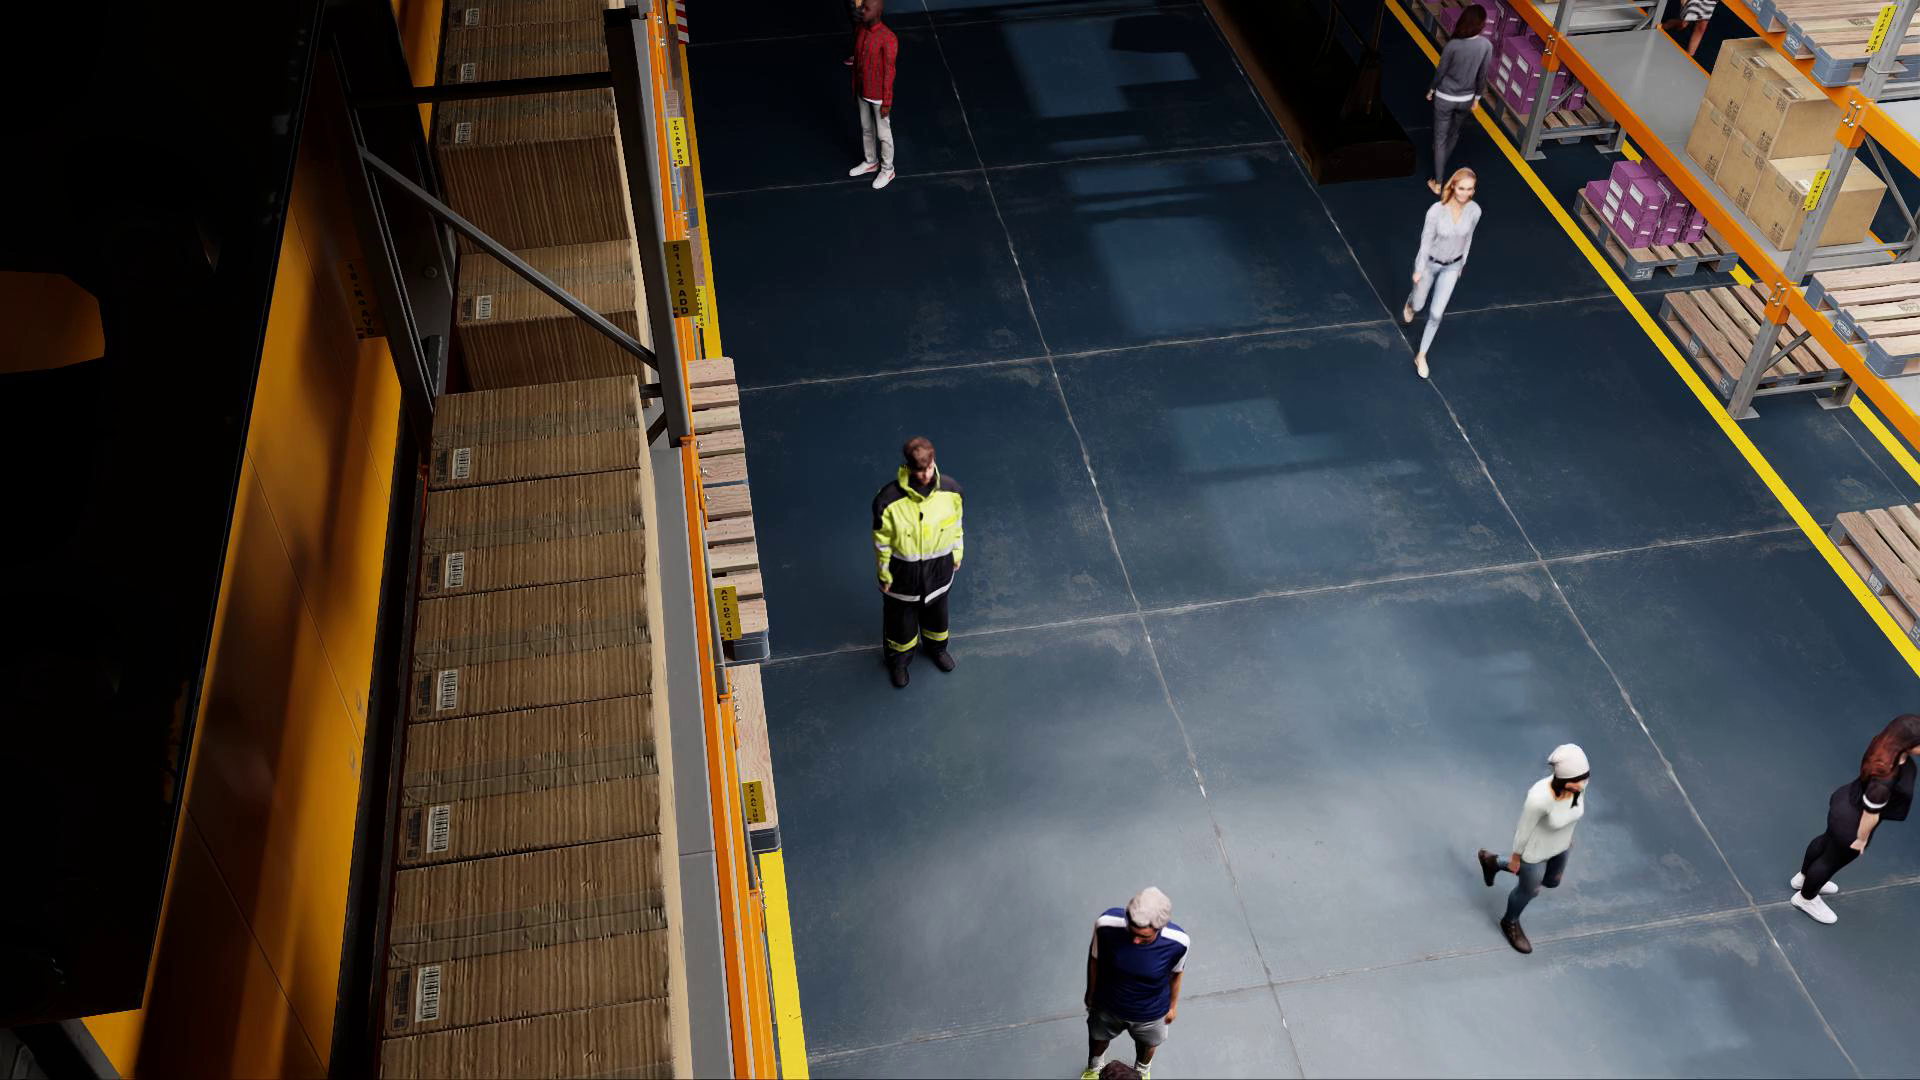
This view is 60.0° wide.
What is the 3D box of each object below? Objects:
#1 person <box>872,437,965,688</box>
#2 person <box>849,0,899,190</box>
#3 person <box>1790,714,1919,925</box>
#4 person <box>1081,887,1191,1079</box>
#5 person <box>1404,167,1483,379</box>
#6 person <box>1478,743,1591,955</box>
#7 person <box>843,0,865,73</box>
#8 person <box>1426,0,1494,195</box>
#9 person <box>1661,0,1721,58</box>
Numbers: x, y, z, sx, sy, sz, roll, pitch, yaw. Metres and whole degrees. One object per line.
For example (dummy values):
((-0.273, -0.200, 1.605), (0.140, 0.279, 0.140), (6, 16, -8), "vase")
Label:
((-0.265, 0.114, 10.661), (0.820, 1.980, 0.721), (-16, 46, -16), "person")
((-0.784, -4.141, 15.244), (0.816, 1.819, 0.718), (-34, 53, -31), "person")
((5.080, 1.543, 9.408), (0.772, 1.639, 0.688), (17, 46, 17), "person")
((0.872, 2.313, 8.460), (0.707, 1.831, 0.678), (7, 44, 8), "person")
((3.783, -2.206, 13.242), (0.720, 1.778, 1.057), (0, 44, 0), "person")
((3.205, 1.645, 9.307), (0.740, 1.631, 0.891), (-21, 47, -21), "person")
((-1.049, -5.586, 16.830), (0.672, 1.723, 0.544), (-18, 46, -18), "person")
((4.517, -3.995, 15.135), (0.613, 1.757, 0.843), (-6, 44, -6), "person")
((7.404, -5.529, 16.713), (0.613, 1.802, 0.938), (-9, 44, -10), "person")
